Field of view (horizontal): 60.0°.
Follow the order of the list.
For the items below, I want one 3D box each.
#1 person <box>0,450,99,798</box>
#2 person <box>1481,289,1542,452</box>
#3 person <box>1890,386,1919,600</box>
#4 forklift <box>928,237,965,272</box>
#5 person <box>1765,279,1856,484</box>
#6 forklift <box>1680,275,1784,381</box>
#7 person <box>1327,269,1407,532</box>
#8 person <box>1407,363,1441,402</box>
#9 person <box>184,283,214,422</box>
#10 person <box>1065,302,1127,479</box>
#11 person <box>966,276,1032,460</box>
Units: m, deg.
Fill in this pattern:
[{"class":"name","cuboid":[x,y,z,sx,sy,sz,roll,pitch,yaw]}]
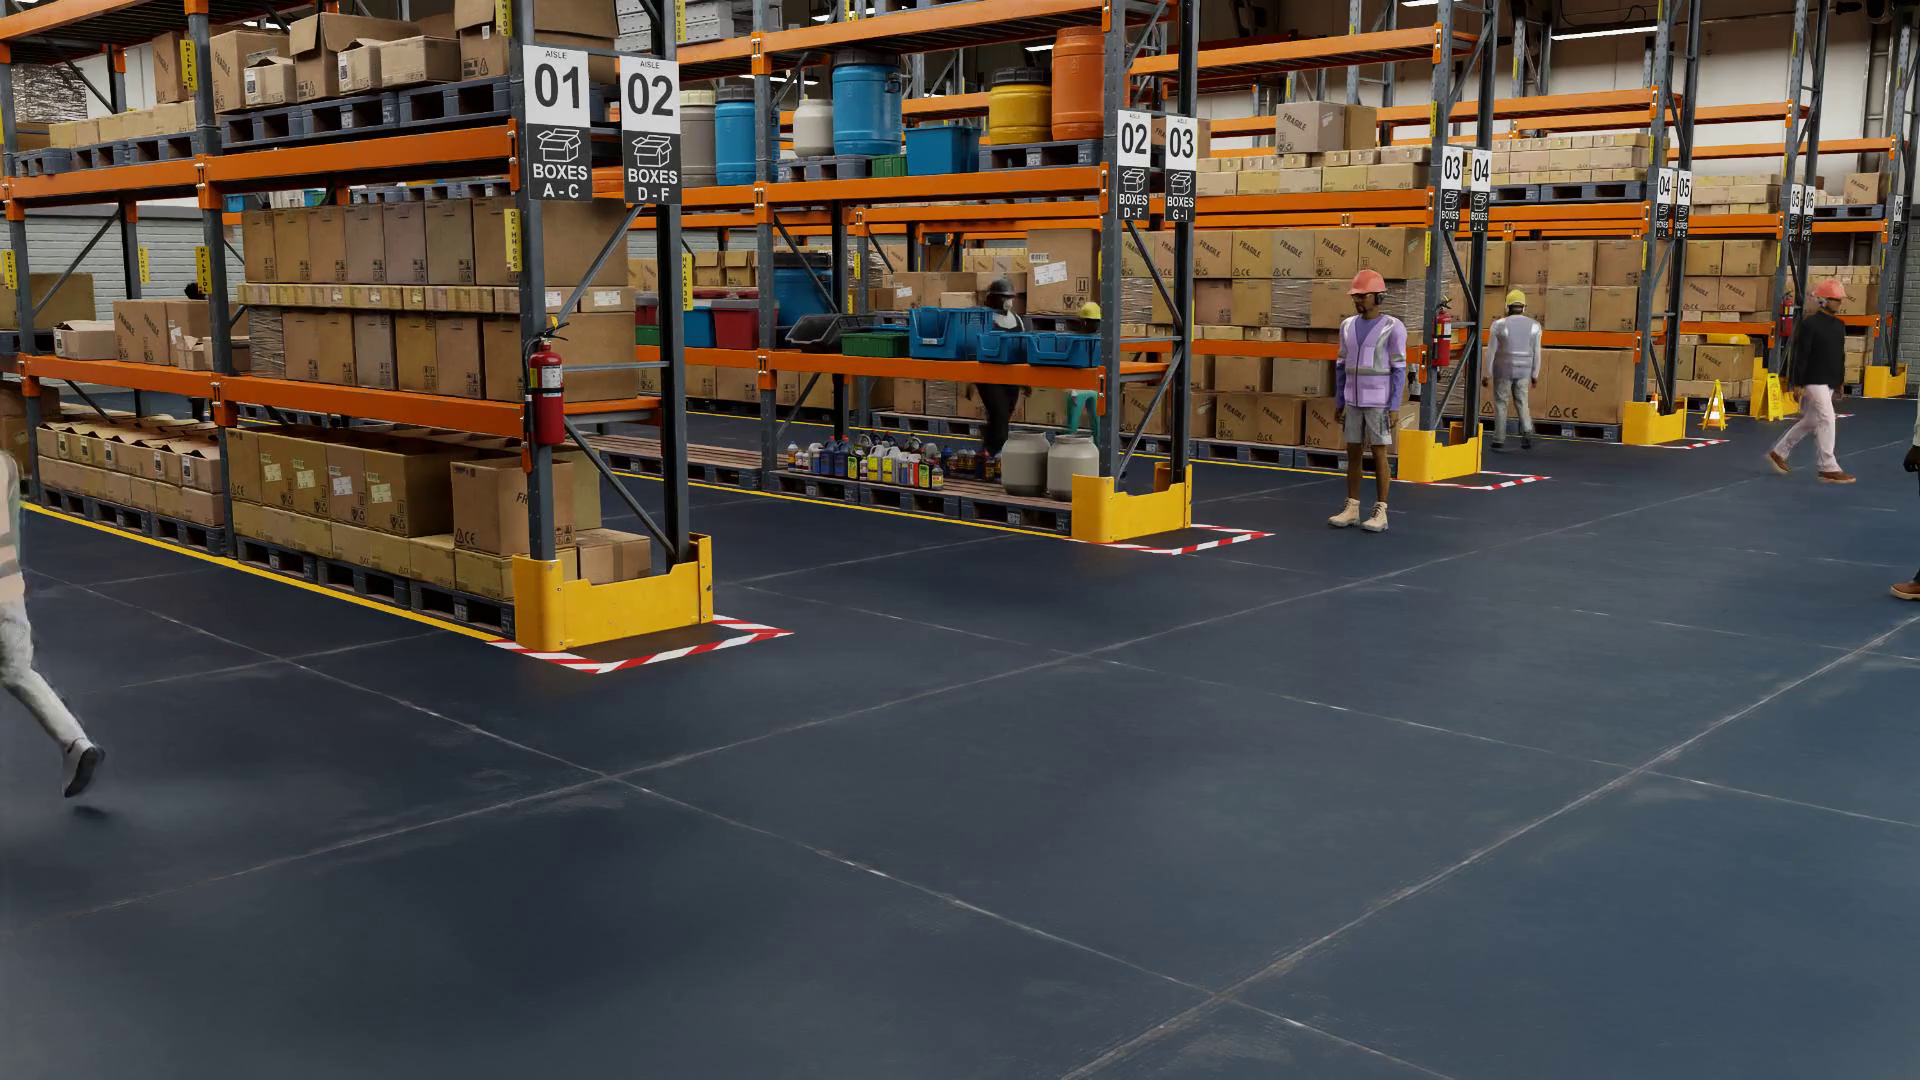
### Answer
[{"class":"person","cuboid":[-3.700,0.226,6.276,0.701,1.615,0.532,3,10,18]},{"class":"person","cuboid":[6.164,-1.888,18.617,0.616,1.821,0.514,-1,9,-4]},{"class":"person","cuboid":[6.114,-0.620,10.319,0.611,1.996,0.379,-4,10,-25]},{"class":"forklift","cuboid":[-0.326,-5.817,39.609,1.129,2.768,1.873,9,13,43]},{"class":"person","cuboid":[8.352,-1.568,16.259,0.624,1.962,0.963,-6,11,-31]},{"class":"forklift","cuboid":[12.480,-3.427,27.053,1.214,2.155,2.313,9,13,43]},{"class":"person","cuboid":[3.192,-1.093,13.074,0.396,2.042,0.610,-8,12,-39]},{"class":"person","cuboid":[5.220,-1.949,18.670,0.542,1.930,0.366,-8,12,-39]},{"class":"person","cuboid":[-8.233,-1.837,18.119,0.619,1.902,0.713,-5,11,-30]},{"class":"person","cuboid":[1.253,-1.408,15.995,0.532,1.724,0.900,-5,10,-26]},{"class":"person","cuboid":[0.420,-1.608,16.373,0.696,2.000,0.941,-9,13,-42]}]
